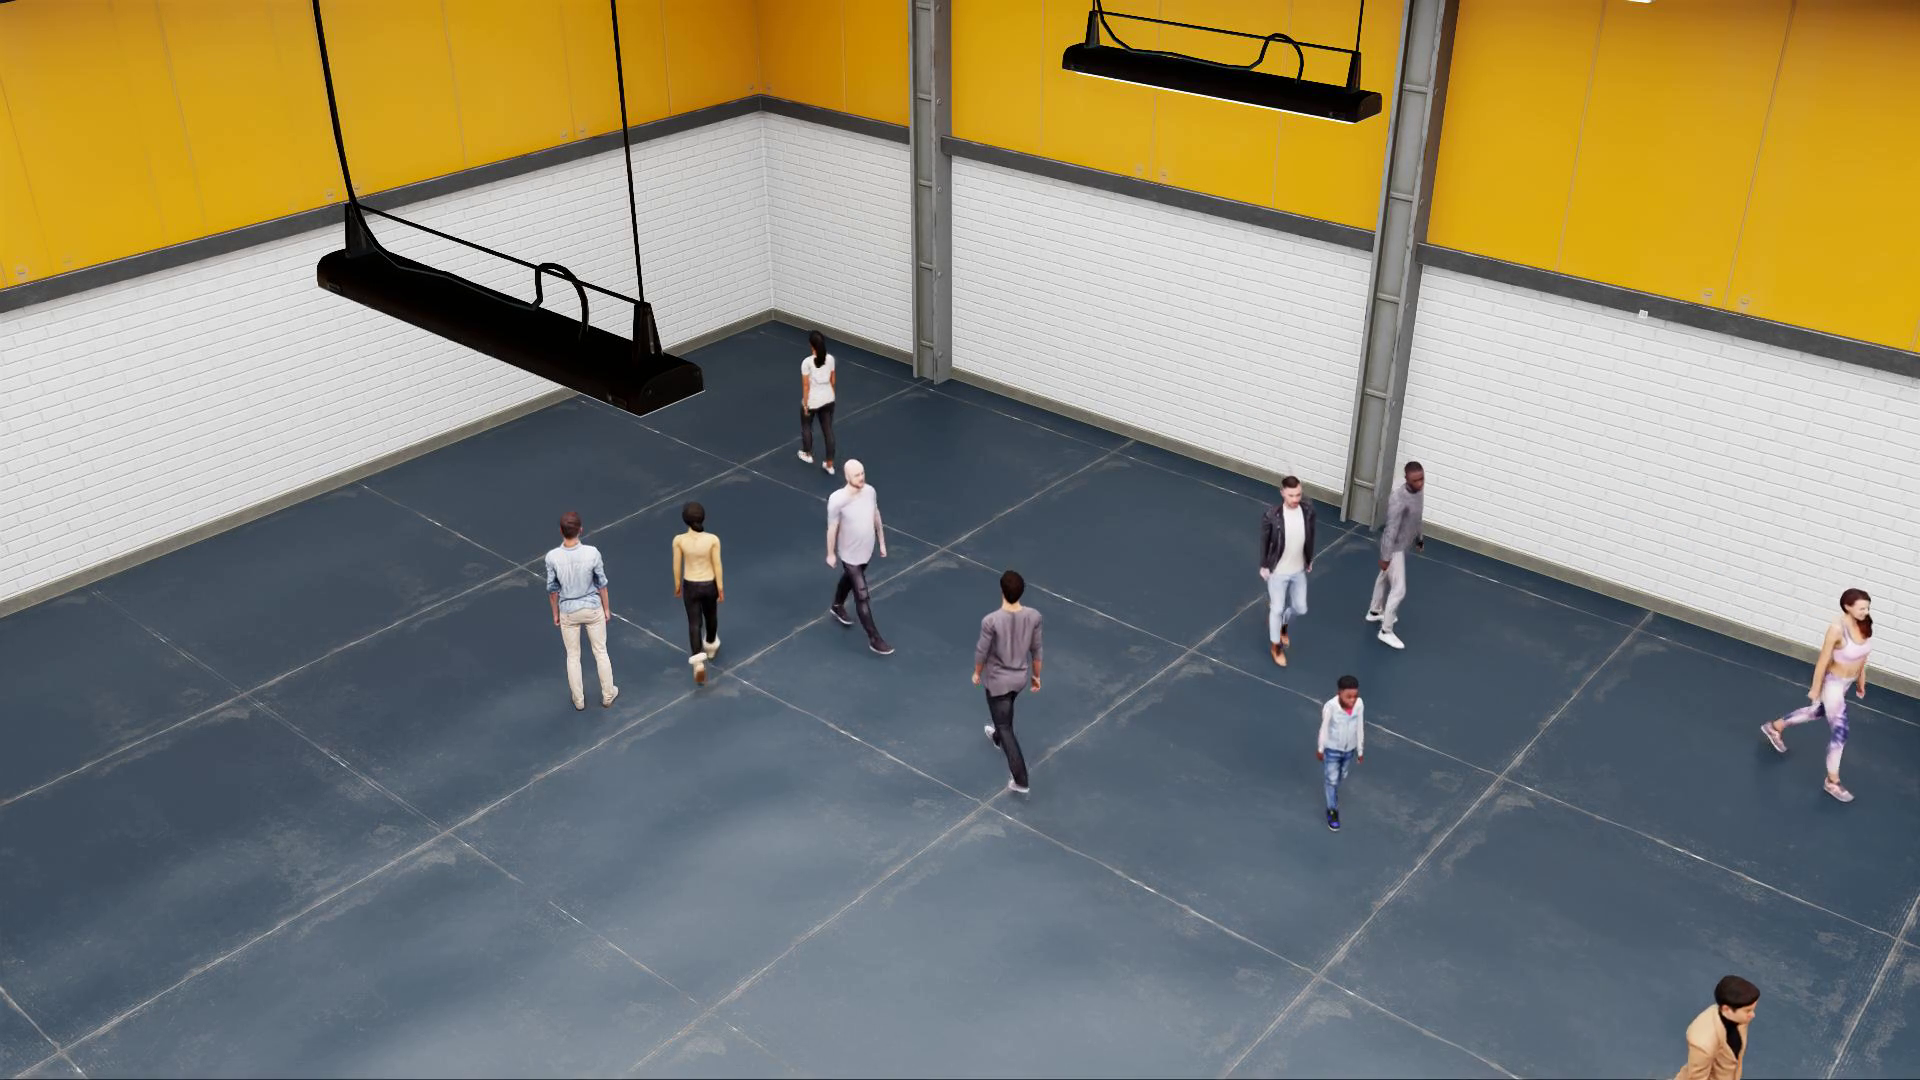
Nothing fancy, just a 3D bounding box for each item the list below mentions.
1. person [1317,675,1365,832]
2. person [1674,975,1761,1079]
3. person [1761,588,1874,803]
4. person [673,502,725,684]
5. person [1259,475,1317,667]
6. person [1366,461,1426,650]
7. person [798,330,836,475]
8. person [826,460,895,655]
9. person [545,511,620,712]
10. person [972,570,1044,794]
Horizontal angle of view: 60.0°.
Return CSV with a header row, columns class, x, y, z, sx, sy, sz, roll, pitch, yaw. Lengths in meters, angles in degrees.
class,x,y,z,sx,sy,sz,roll,pitch,yaw
person,2.956,1.569,12.972,0.762,1.242,0.833,-4,29,-7
person,4.222,3.130,9.613,0.727,1.719,0.723,-21,35,-33
person,6.902,1.131,13.265,0.858,1.731,1.240,-16,33,-27
person,-2.279,0.463,14.590,1.040,1.635,1.093,-3,29,-5
person,2.888,0.213,14.844,0.849,1.830,0.903,-6,29,-11
person,3.934,0.052,15.166,0.783,1.805,0.790,10,30,17
person,-1.499,-1.474,18.147,0.736,1.628,0.890,-16,32,-27
person,-0.999,0.085,15.123,0.757,1.788,1.223,-25,37,-37
person,-3.224,0.599,14.120,0.723,1.847,0.764,-4,29,-8
person,0.407,1.148,13.150,0.997,1.811,1.301,-14,31,-23
